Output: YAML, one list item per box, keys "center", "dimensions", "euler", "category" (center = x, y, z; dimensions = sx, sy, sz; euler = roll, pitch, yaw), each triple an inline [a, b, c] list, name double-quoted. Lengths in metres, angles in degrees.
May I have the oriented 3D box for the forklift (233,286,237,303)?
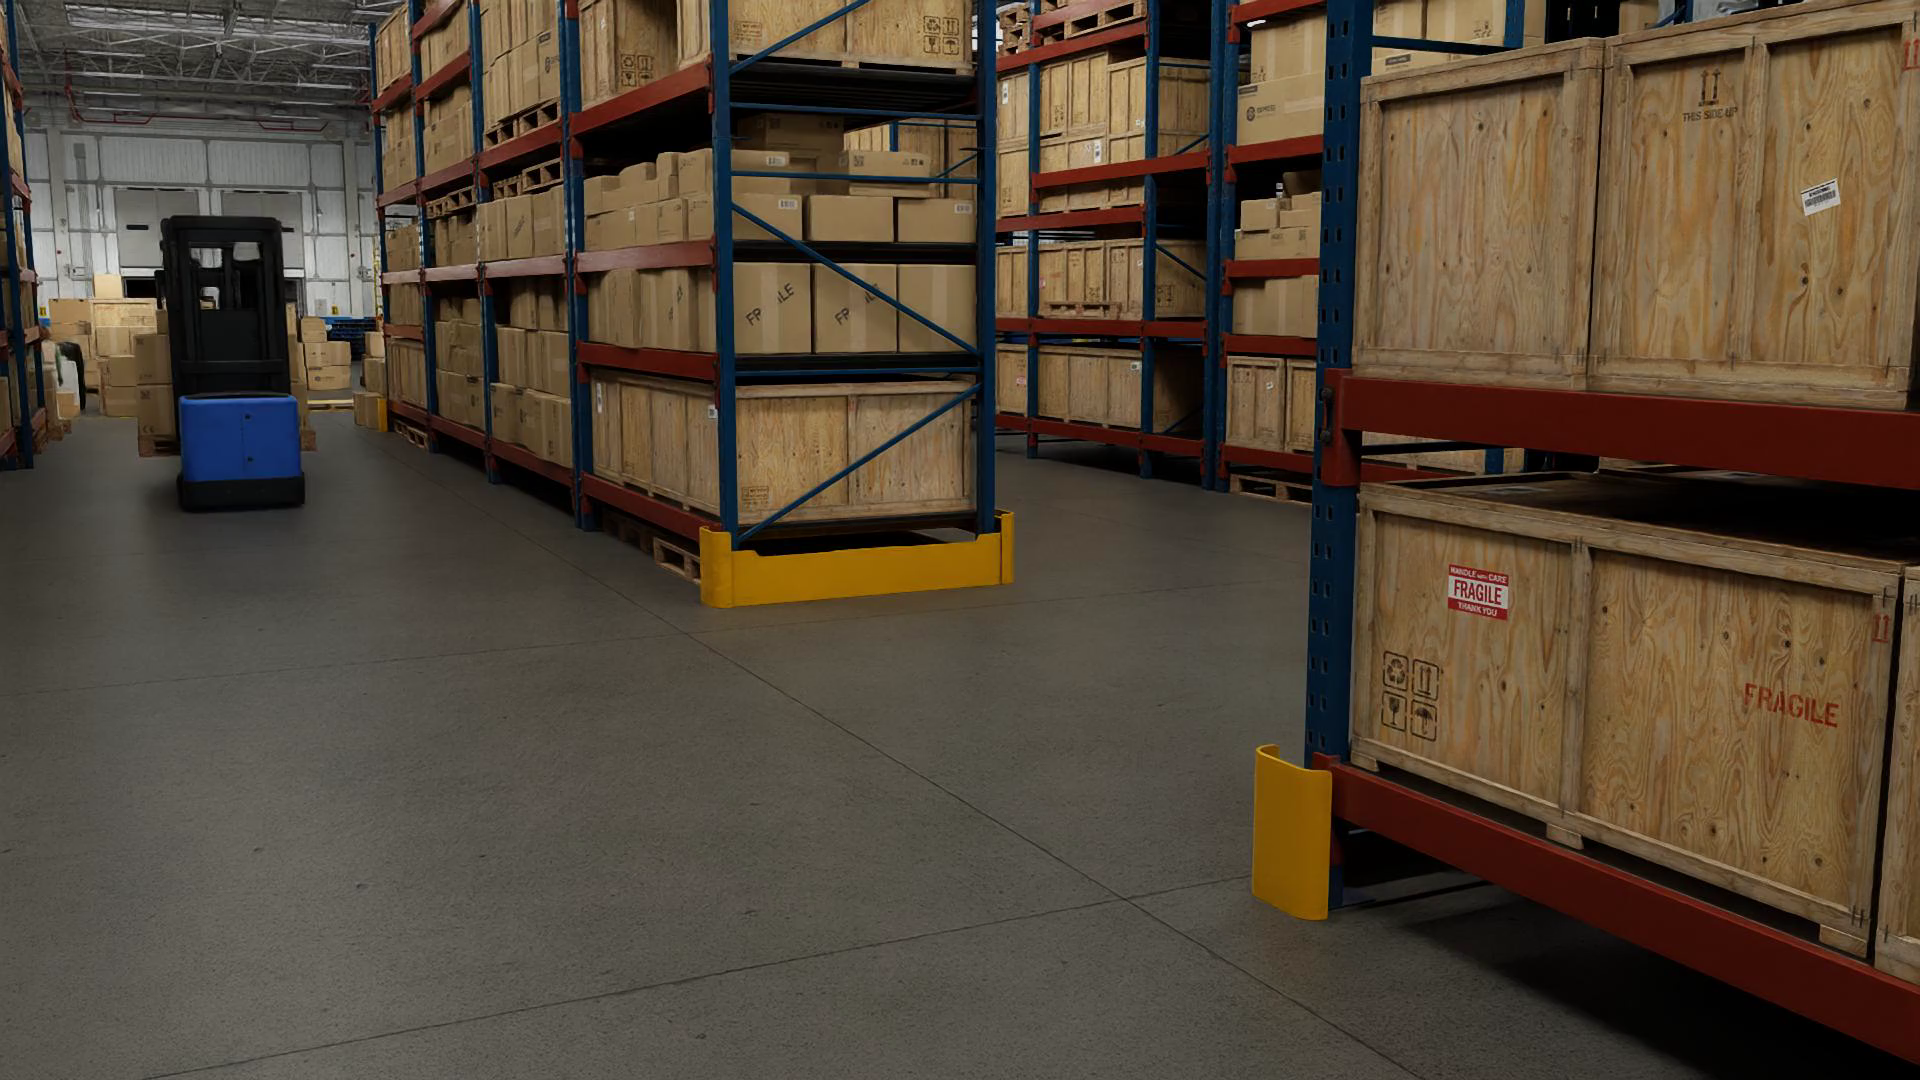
- center: [-17.379, -5.329, 40.839]
  dimensions: [1.129, 2.768, 1.873]
  euler: [-4, 9, -26]
  category: "forklift"

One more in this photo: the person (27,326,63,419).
- center: [-14.263, -2.517, 25.855]
  dimensions: [0.855, 1.595, 0.516]
  euler: [3, 9, 21]
  category: "person"

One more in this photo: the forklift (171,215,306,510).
- center: [-7.162, -1.781, 16.368]
  dimensions: [1.129, 2.768, 1.873]
  euler: [-4, 9, -26]
  category: "forklift"

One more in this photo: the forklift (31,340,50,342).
- center: [-28.778, -6.719, 50.422]
  dimensions: [1.873, 2.768, 1.129]
  euler: [-3, 9, -19]
  category: "forklift"

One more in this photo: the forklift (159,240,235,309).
- center: [-10.555, -2.769, 23.185]
  dimensions: [1.129, 2.768, 1.873]
  euler: [-4, 9, -26]
  category: "forklift"
